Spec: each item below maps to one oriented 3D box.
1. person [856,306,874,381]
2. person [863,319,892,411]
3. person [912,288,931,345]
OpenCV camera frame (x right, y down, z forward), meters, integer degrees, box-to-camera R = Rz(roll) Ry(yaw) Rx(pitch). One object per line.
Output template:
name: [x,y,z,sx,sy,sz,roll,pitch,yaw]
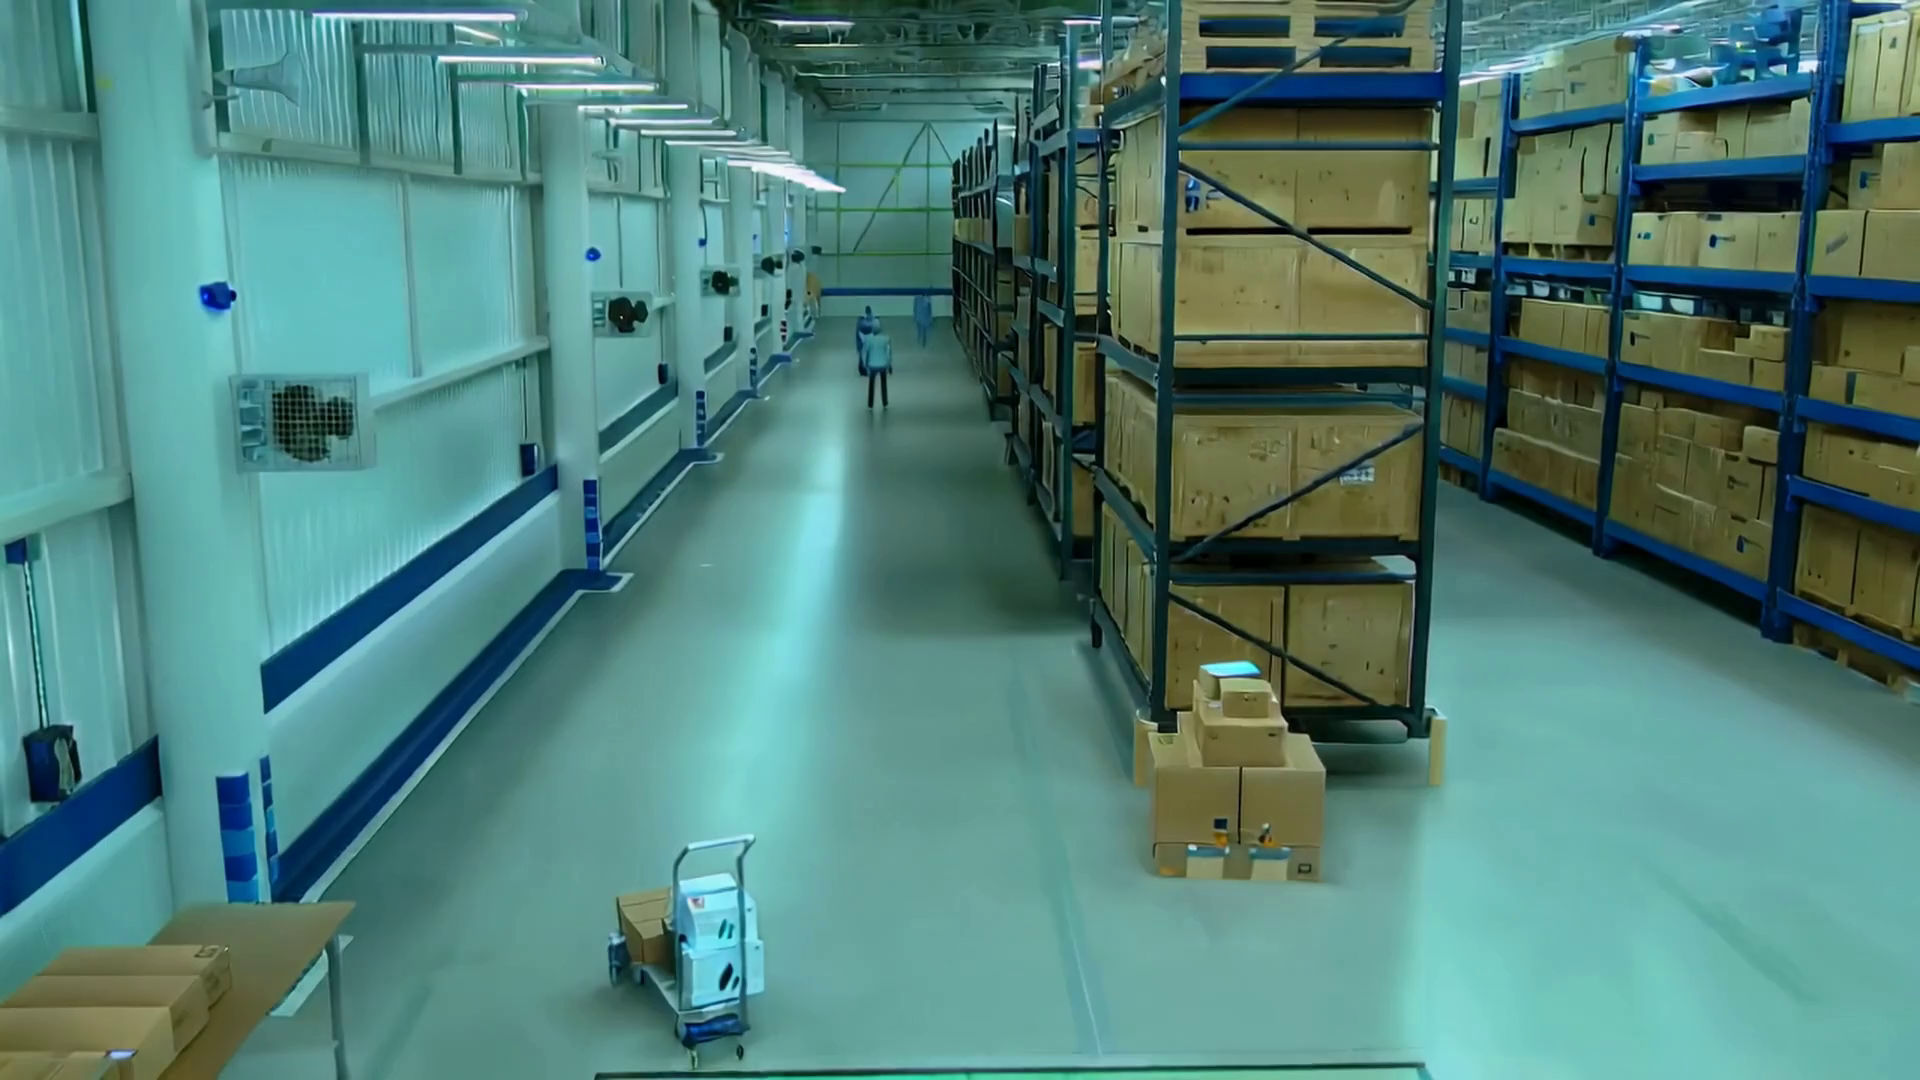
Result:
person: [-2.371,-5.031,42.573,0.599,1.908,0.402,-2,11,-8]
person: [-1.766,-3.739,35.640,0.614,1.988,0.405,-1,11,-4]
person: [-1.262,-7.287,54.326,0.658,1.892,0.590,1,11,3]
